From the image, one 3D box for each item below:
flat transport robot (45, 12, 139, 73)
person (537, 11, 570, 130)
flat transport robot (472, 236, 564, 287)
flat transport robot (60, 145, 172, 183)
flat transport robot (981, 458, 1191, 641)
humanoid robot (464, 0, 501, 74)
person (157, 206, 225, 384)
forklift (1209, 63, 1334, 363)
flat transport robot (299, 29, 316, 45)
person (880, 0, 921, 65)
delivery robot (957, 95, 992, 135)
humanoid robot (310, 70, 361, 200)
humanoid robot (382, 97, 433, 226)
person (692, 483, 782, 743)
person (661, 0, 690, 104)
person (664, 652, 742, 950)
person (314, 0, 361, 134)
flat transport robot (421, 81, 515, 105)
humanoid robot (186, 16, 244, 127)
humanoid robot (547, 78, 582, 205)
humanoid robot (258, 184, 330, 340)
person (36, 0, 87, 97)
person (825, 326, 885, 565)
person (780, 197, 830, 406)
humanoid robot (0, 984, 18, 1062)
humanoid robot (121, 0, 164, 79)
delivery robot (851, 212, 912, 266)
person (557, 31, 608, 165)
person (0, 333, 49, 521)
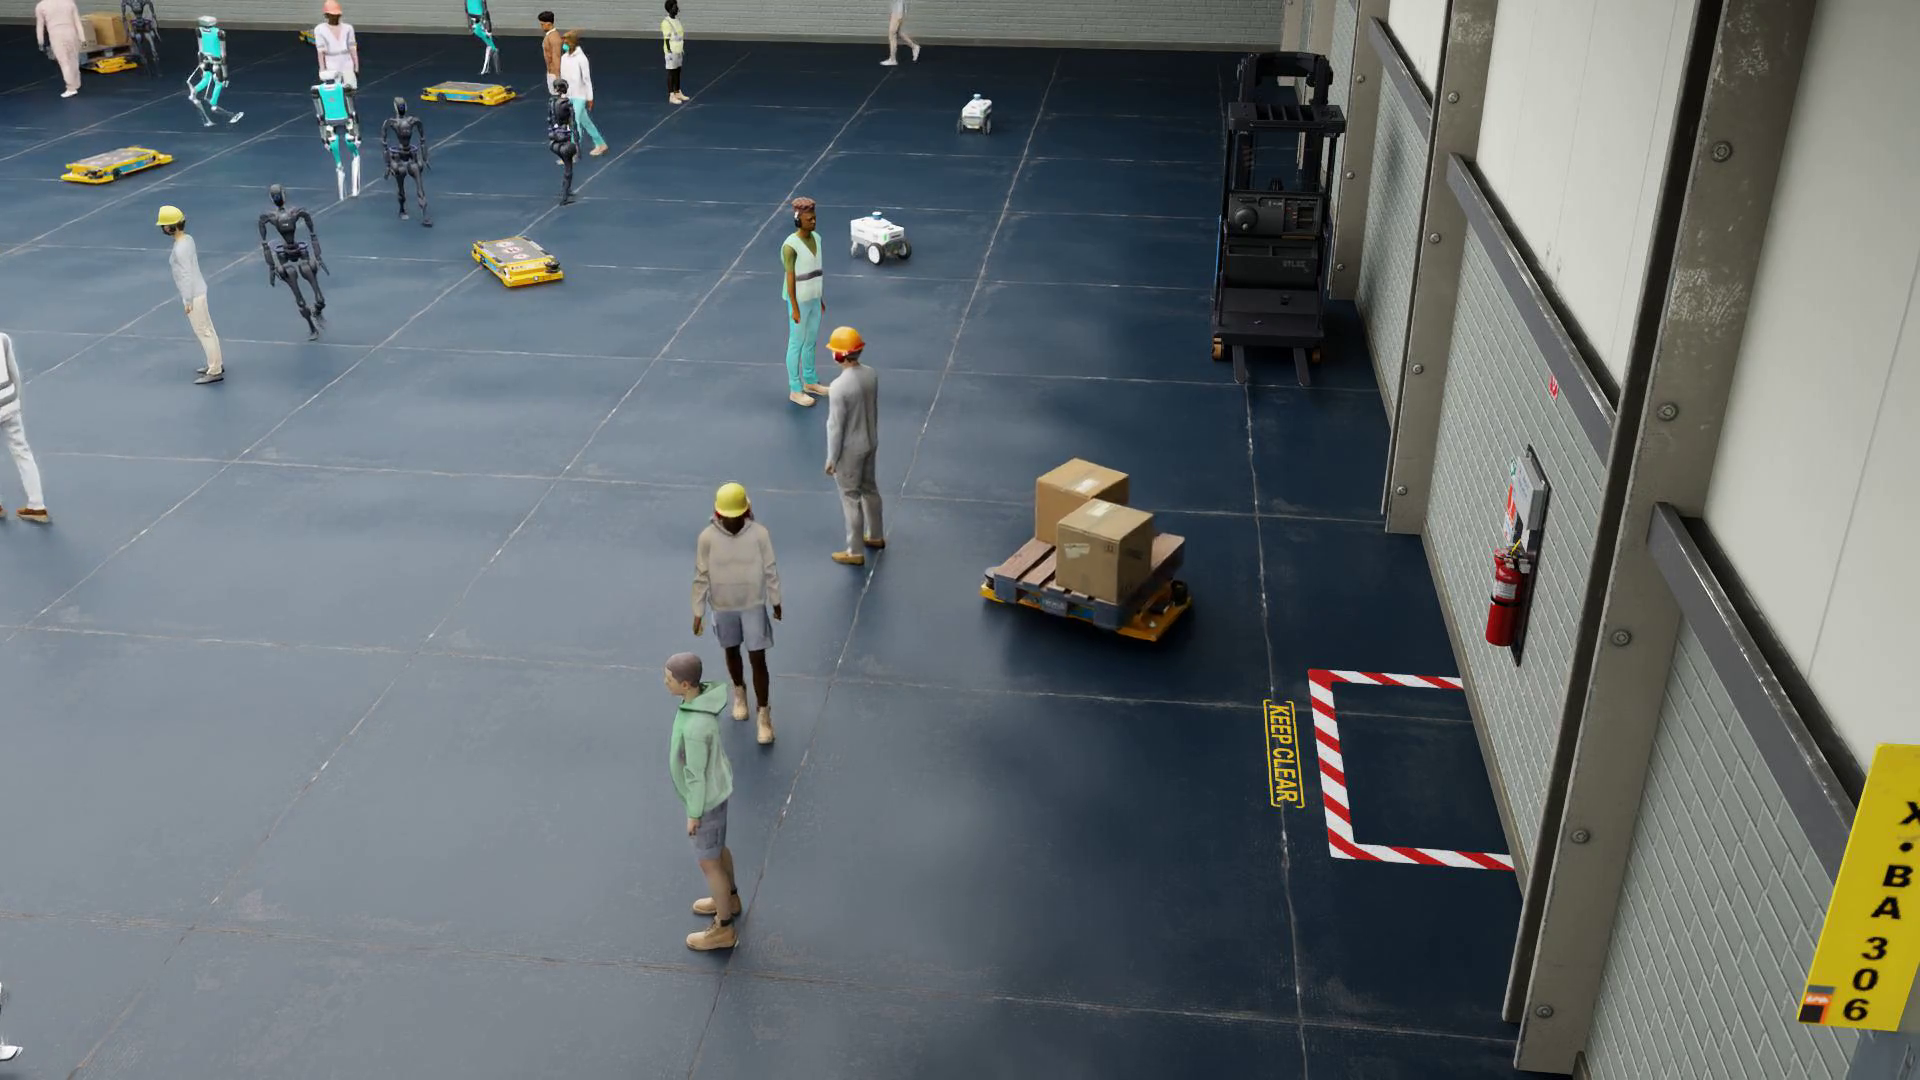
[{"bbox_3d":[-16.019,-8.875,30.856,1.431,0.231,0.659,15,30,27],"label":"flat transport robot"},{"bbox_3d":[-6.304,-7.323,26.001,0.410,1.843,0.798,-10,28,-20],"label":"person"},{"bbox_3d":[-5.277,-3.322,19.770,0.659,0.231,1.431,-15,30,-28],"label":"flat transport robot"},{"bbox_3d":[-12.123,-5.392,23.903,0.659,0.231,1.431,9,28,17],"label":"flat transport robot"},{"bbox_3d":[0.935,0.379,12.383,1.431,0.231,0.659,14,30,26],"label":"flat transport robot"},{"bbox_3d":[-8.530,-9.206,30.022,0.577,1.894,0.782,13,29,23],"label":"humanoid robot"},{"bbox_3d":[-7.530,-2.399,16.258,0.326,1.765,0.530,-7,28,-15],"label":"person"},{"bbox_3d":[3.241,-3.477,17.183,1.129,2.768,1.873,3,27,6],"label":"forklift"},{"bbox_3d":[-12.590,-9.973,33.047,0.659,0.231,1.431,-18,32,-32],"label":"flat transport robot"},{"bbox_3d":[-1.120,-9.760,30.851,0.696,1.857,0.518,-2,27,-4],"label":"person"},{"bbox_3d":[0.264,-6.696,26.197,0.499,0.605,0.799,6,27,12],"label":"delivery robot"},{"bbox_3d":[-8.301,-5.403,22.391,0.545,1.890,0.730,-5,27,-9],"label":"humanoid robot"},{"bbox_3d":[-7.106,-4.862,21.328,0.616,1.626,0.793,-18,32,-31],"label":"humanoid robot"},{"bbox_3d":[-1.418,0.464,10.566,0.558,1.735,0.747,-1,27,-3],"label":"person"},{"bbox_3d":[-4.792,-8.208,27.930,0.318,1.696,0.535,8,28,15],"label":"person"},{"bbox_3d":[-1.349,1.360,8.795,0.316,1.733,0.477,-3,27,-5],"label":"person"},{"bbox_3d":[-9.678,-7.388,25.925,0.623,2.024,0.756,-15,30,-28],"label":"person"},{"bbox_3d":[-8.384,-7.609,28.329,1.431,0.231,0.659,8,28,16],"label":"flat transport robot"},{"bbox_3d":[-11.727,-7.245,25.953,0.559,1.733,1.024,9,28,17],"label":"humanoid robot"},{"bbox_3d":[-5.275,-5.334,22.218,0.613,1.641,0.453,19,32,33],"label":"humanoid robot"},{"bbox_3d":[-6.952,-2.923,17.414,0.603,1.633,0.430,-12,29,-23],"label":"humanoid robot"},{"bbox_3d":[-15.443,-8.605,28.579,0.716,1.841,1.015,-18,32,-31],"label":"person"},{"bbox_3d":[-0.825,-0.732,12.799,0.393,1.888,0.566,14,30,26],"label":"person"},{"bbox_3d":[-1.472,-2.277,15.781,0.408,1.978,0.482,16,31,29],"label":"person"},{"bbox_3d":[-4.861,1.834,7.862,0.996,1.745,0.540,2,27,5],"label":"humanoid robot"},{"bbox_3d":[-14.622,-9.100,29.730,0.590,1.655,0.370,-11,29,-21],"label":"humanoid robot"},{"bbox_3d":[-0.988,-3.658,20.118,0.522,0.591,0.763,-21,34,-36],"label":"delivery robot"},{"bbox_3d":[-5.595,-6.501,24.336,0.509,1.870,0.999,19,32,33],"label":"person"},{"bbox_3d":[-7.873,-1.048,13.454,0.817,1.855,0.605,13,29,24],"label":"person"}]
